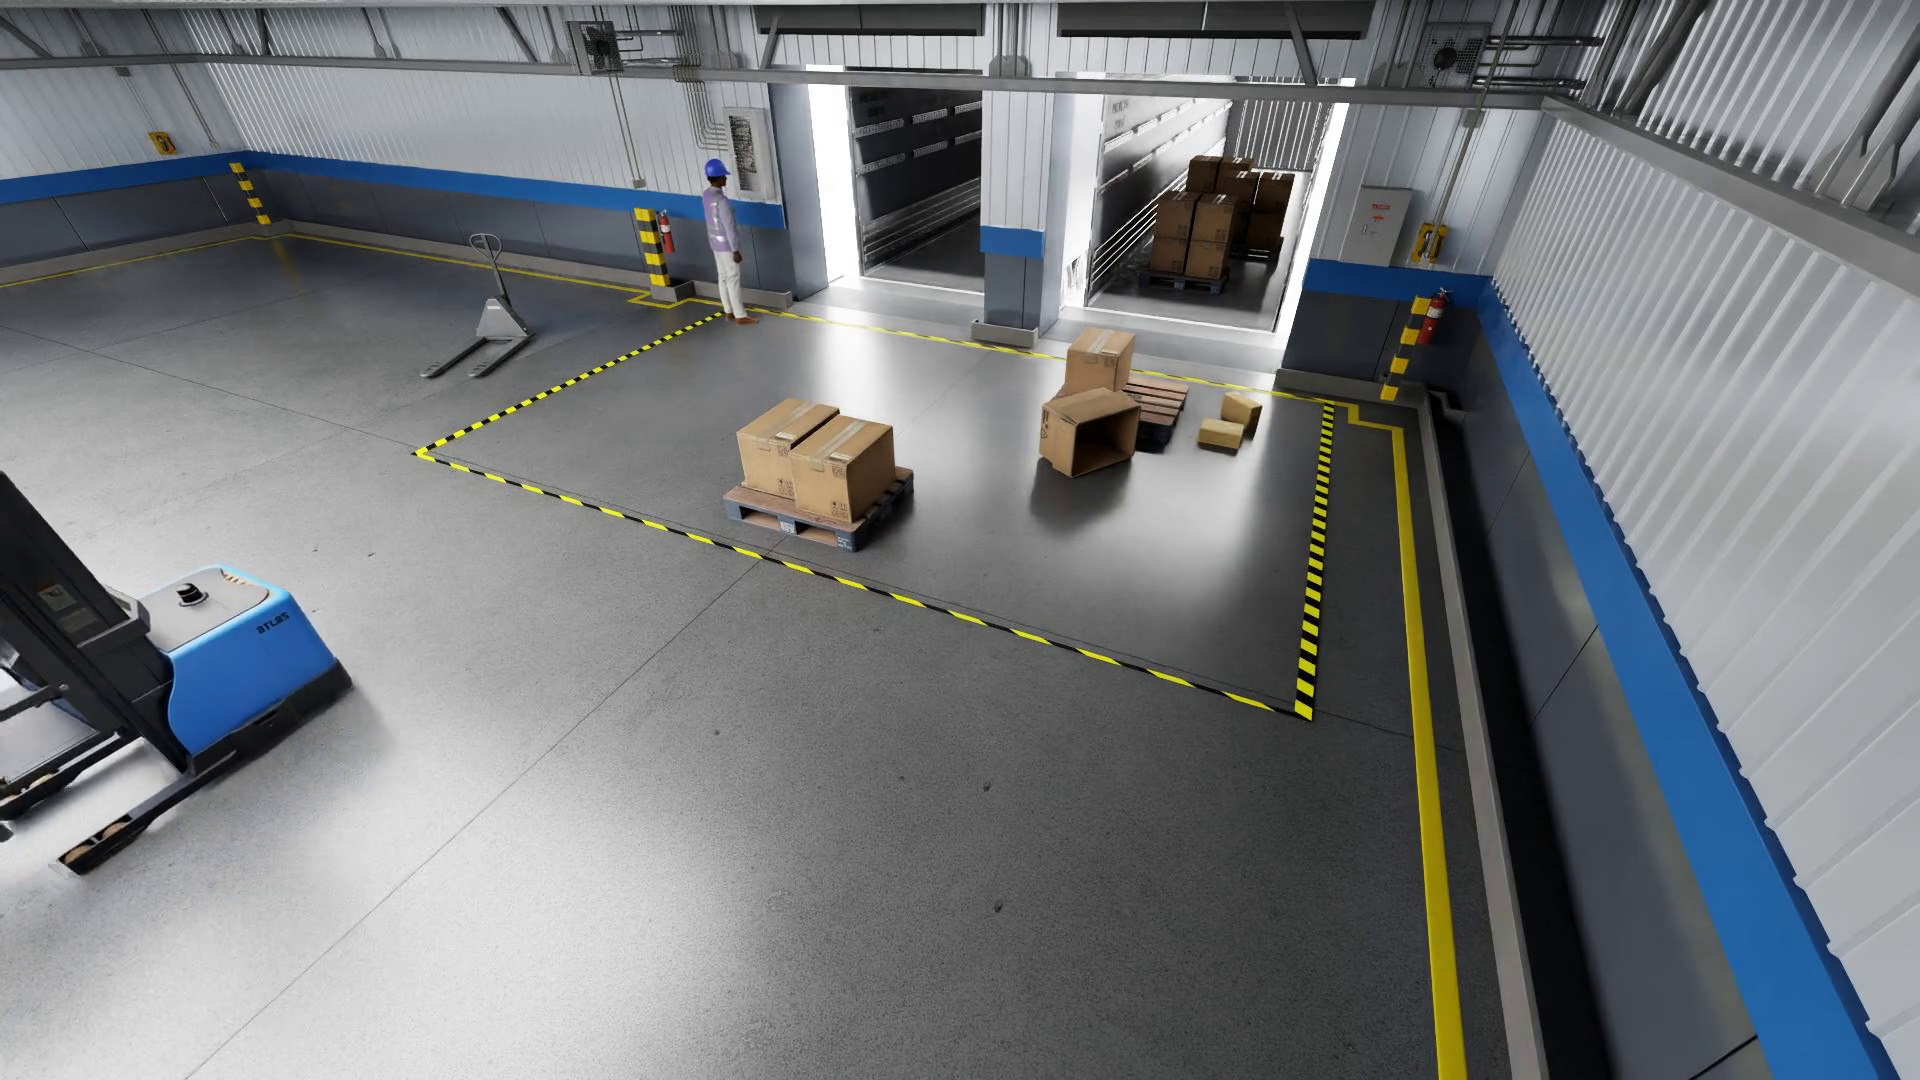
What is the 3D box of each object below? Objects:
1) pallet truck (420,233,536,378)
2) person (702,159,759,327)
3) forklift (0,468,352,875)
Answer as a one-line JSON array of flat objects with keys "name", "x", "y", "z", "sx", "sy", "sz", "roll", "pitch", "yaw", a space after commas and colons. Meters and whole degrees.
[{"name": "pallet truck", "x": -5.664, "y": -2.712, "z": 8.427, "sx": 0.680, "sy": 1.201, "sz": 1.601, "roll": 0, "pitch": 35, "yaw": -1}, {"name": "person", "x": -2.927, "y": -3.690, "z": 9.188, "sx": 0.400, "sy": 1.948, "sz": 0.603, "roll": -24, "pitch": 42, "yaw": -30}, {"name": "forklift", "x": -4.122, "y": 0.223, "z": 3.617, "sx": 0.716, "sy": 2.013, "sz": 0.776, "roll": 14, "pitch": 38, "yaw": 19}]
